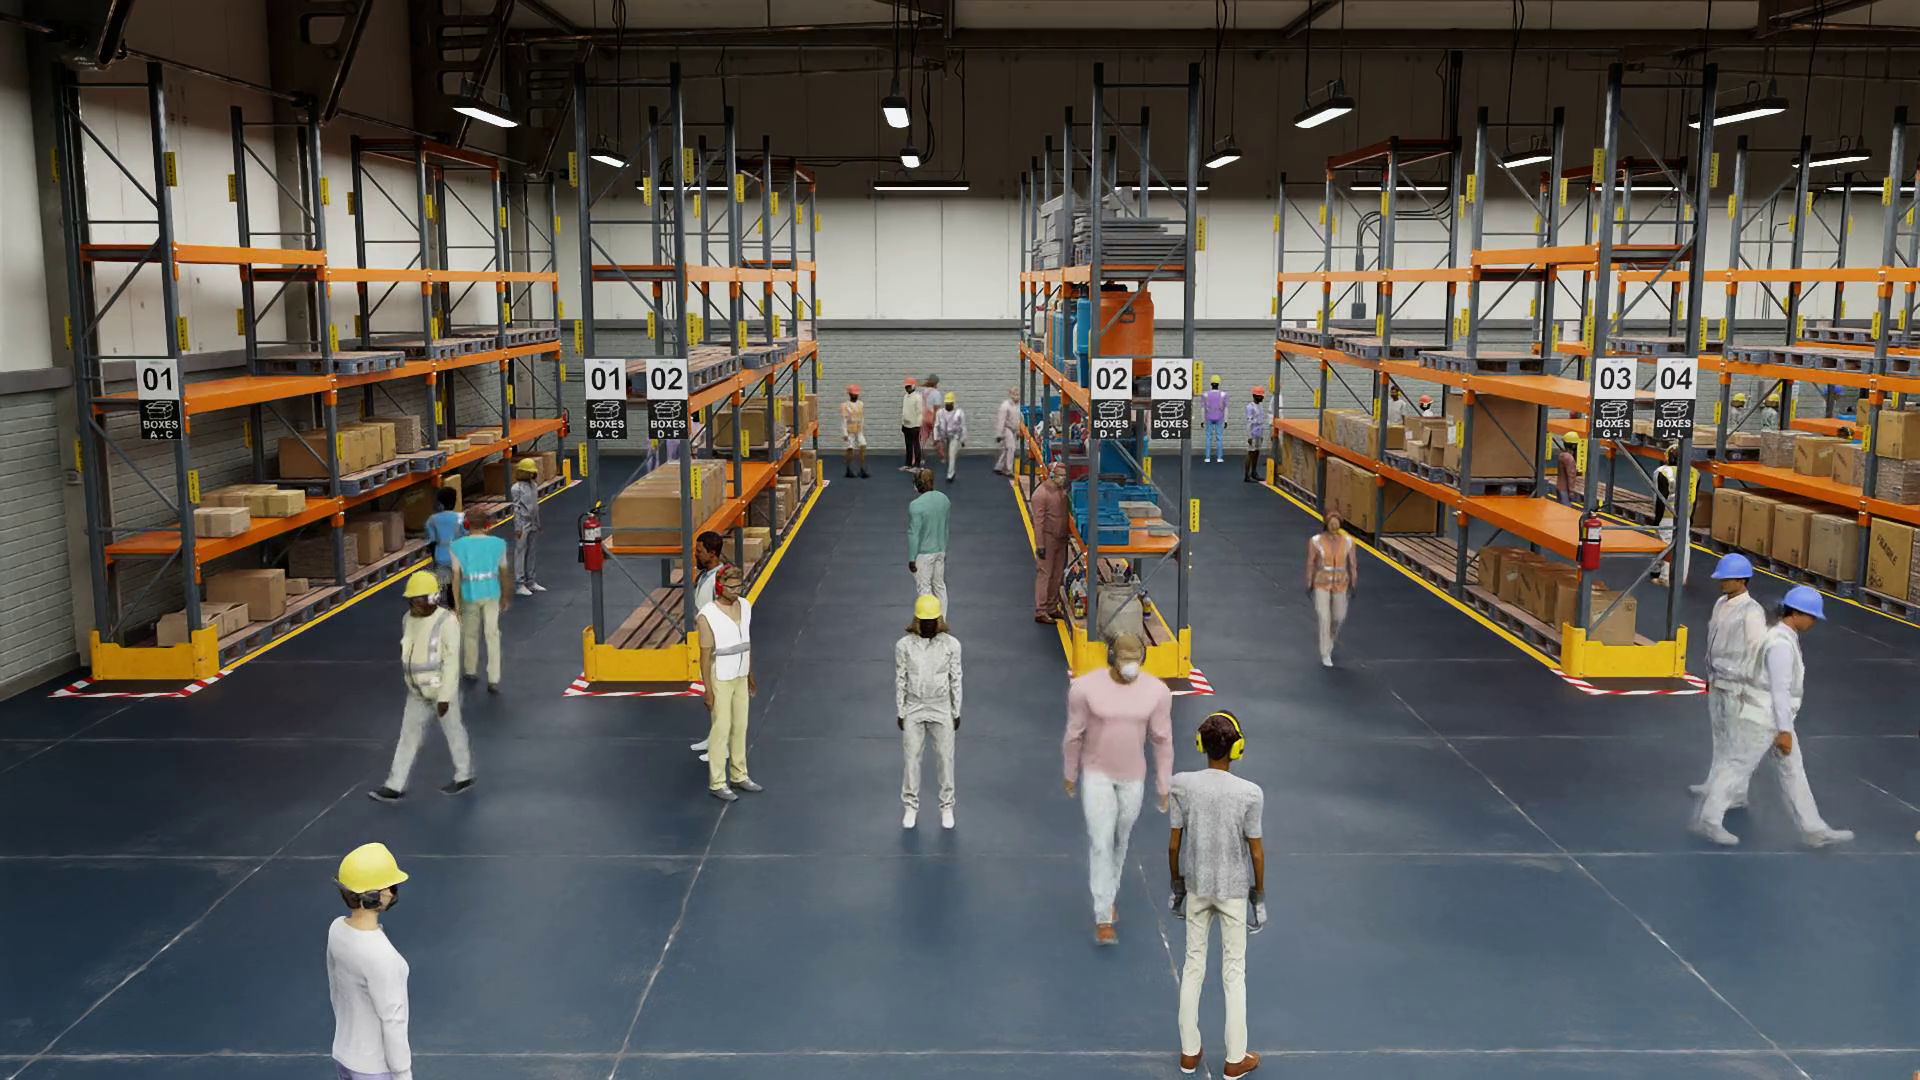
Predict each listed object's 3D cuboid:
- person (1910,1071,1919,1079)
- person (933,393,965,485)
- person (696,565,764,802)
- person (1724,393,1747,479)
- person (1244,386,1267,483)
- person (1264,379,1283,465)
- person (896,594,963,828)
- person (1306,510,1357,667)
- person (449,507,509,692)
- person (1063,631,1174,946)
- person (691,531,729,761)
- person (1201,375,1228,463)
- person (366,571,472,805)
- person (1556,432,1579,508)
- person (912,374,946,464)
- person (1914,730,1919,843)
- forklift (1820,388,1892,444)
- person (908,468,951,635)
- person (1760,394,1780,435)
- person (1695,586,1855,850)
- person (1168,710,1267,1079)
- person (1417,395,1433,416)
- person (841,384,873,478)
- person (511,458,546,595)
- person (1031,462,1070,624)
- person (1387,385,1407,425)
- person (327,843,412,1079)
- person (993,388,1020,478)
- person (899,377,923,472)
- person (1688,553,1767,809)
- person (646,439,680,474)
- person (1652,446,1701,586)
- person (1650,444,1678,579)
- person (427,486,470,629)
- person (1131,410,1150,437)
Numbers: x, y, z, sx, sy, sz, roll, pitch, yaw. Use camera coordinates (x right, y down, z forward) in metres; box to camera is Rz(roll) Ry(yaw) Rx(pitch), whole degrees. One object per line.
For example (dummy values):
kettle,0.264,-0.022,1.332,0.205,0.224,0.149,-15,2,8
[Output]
person,2.998,2.390,5.105,0.291,1.625,0.499,4,10,26
person,-0.196,-2.023,32.954,0.588,1.797,0.900,3,9,20
person,-1.800,1.090,12.812,0.407,1.830,0.577,5,10,30
person,15.718,-2.110,33.709,0.350,1.734,0.481,5,10,27
person,5.881,-2.095,32.985,0.383,1.928,0.545,6,11,35
person,6.743,-2.530,35.761,0.377,1.932,0.552,0,9,-1
person,-0.227,1.246,12.113,0.486,1.736,0.320,0,9,2
person,3.872,0.476,17.420,0.526,1.626,0.615,0,9,-1
person,-4.692,0.572,16.285,0.584,1.796,0.999,-5,10,-27
person,0.977,1.484,10.053,0.651,1.891,0.962,-1,9,-8
person,-2.047,0.874,13.917,0.392,1.919,0.591,-3,9,-19
person,5.602,-2.663,36.636,0.594,1.926,0.367,1,9,8
person,-4.092,1.134,12.639,0.625,1.785,0.902,5,10,32
person,9.034,-0.730,24.721,0.327,1.767,0.533,1,9,4
person,-0.635,-2.673,36.341,1.008,2.000,0.692,-8,12,-41
person,6.981,1.268,11.616,0.508,1.845,0.345,2,9,10
forklift,20.072,-3.110,36.462,1.873,2.768,1.129,0,9,0
person,-0.357,0.157,18.515,0.376,1.930,0.633,7,11,38
person,16.360,-2.090,33.591,0.324,1.730,0.491,0,9,-1
person,5.734,1.248,11.646,1.024,1.877,0.686,5,10,30
person,1.289,1.766,8.330,0.513,1.872,0.328,4,10,24
person,9.156,-1.984,32.823,0.337,1.749,0.574,3,9,19
person,-2.078,-2.177,33.551,0.574,1.908,0.833,-7,11,-39
person,-5.518,-0.179,21.251,0.295,1.744,0.484,3,9,20
person,1.092,0.026,19.457,0.400,1.898,0.650,6,11,34
person,8.984,-2.265,34.320,0.334,1.859,0.510,-6,11,-34
person,-2.339,2.075,6.673,0.314,1.769,0.523,-8,12,-43
person,0.939,-2.195,33.911,0.710,1.853,0.654,5,10,31
person,-1.024,-2.413,34.807,0.378,1.996,0.611,-7,11,-37
person,5.840,1.061,12.619,0.400,1.944,0.618,0,9,-3
person,-4.636,-1.055,26.366,0.666,1.903,0.520,-2,9,-10
person,9.352,-0.313,21.795,0.626,1.843,0.430,-3,9,-16
person,9.496,-0.377,22.243,0.601,1.827,0.404,-6,11,-35
person,-5.762,0.229,18.813,0.553,1.678,0.519,2,9,11
person,3.412,-2.041,32.468,0.629,1.981,0.410,-3,9,-21
